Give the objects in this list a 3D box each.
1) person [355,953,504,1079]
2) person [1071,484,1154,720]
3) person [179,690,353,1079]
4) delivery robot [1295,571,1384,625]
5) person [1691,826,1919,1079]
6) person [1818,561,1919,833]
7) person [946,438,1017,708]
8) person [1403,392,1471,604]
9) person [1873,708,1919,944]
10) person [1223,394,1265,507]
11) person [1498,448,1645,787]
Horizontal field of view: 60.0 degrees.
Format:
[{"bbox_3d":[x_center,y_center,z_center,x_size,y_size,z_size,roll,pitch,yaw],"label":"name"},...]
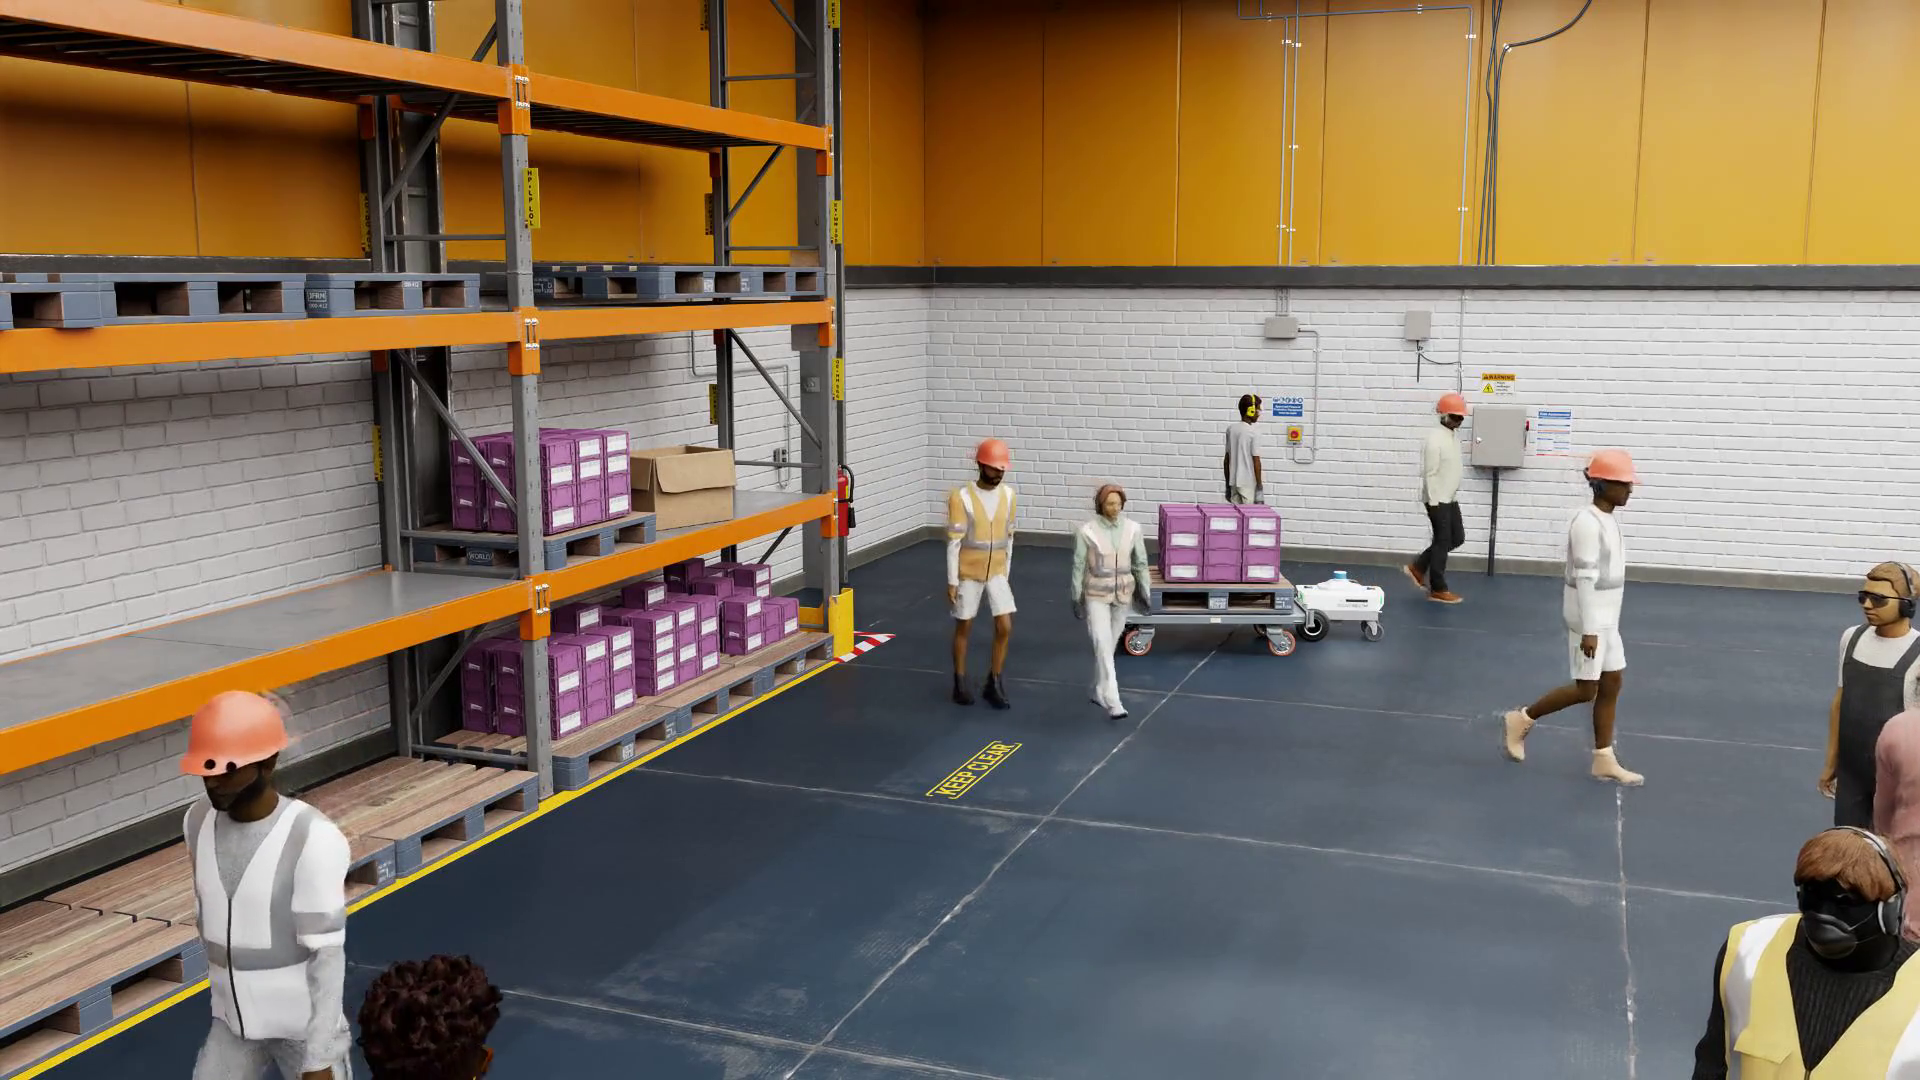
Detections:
[{"bbox_3d":[-0.870,1.623,2.805,0.649,1.943,0.602,1,9,3],"label":"person"},{"bbox_3d":[1.067,0.426,11.390,0.534,1.599,0.822,-3,10,-20],"label":"person"},{"bbox_3d":[-1.986,1.358,4.619,0.575,1.898,0.900,3,10,18],"label":"person"},{"bbox_3d":[3.174,0.504,13.911,0.707,0.478,0.477,1,9,6],"label":"delivery robot"},{"bbox_3d":[1.924,1.532,3.723,0.429,1.844,0.626,-8,12,-42],"label":"person"},{"bbox_3d":[3.896,0.998,7.059,0.350,1.847,0.506,-4,10,-21],"label":"person"},{"bbox_3d":[0.149,0.241,11.608,0.599,1.900,0.685,-4,10,-24],"label":"person"},{"bbox_3d":[4.442,-0.391,15.388,0.526,1.969,0.636,6,11,33],"label":"person"},{"bbox_3d":[3.420,1.223,5.653,0.639,1.848,1.034,9,12,43],"label":"person"},{"bbox_3d":[2.826,-0.515,16.510,0.334,1.865,0.521,-5,11,-31],"label":"person"},{"bbox_3d":[3.720,0.451,9.956,0.771,2.026,0.633,7,11,37],"label":"person"}]
